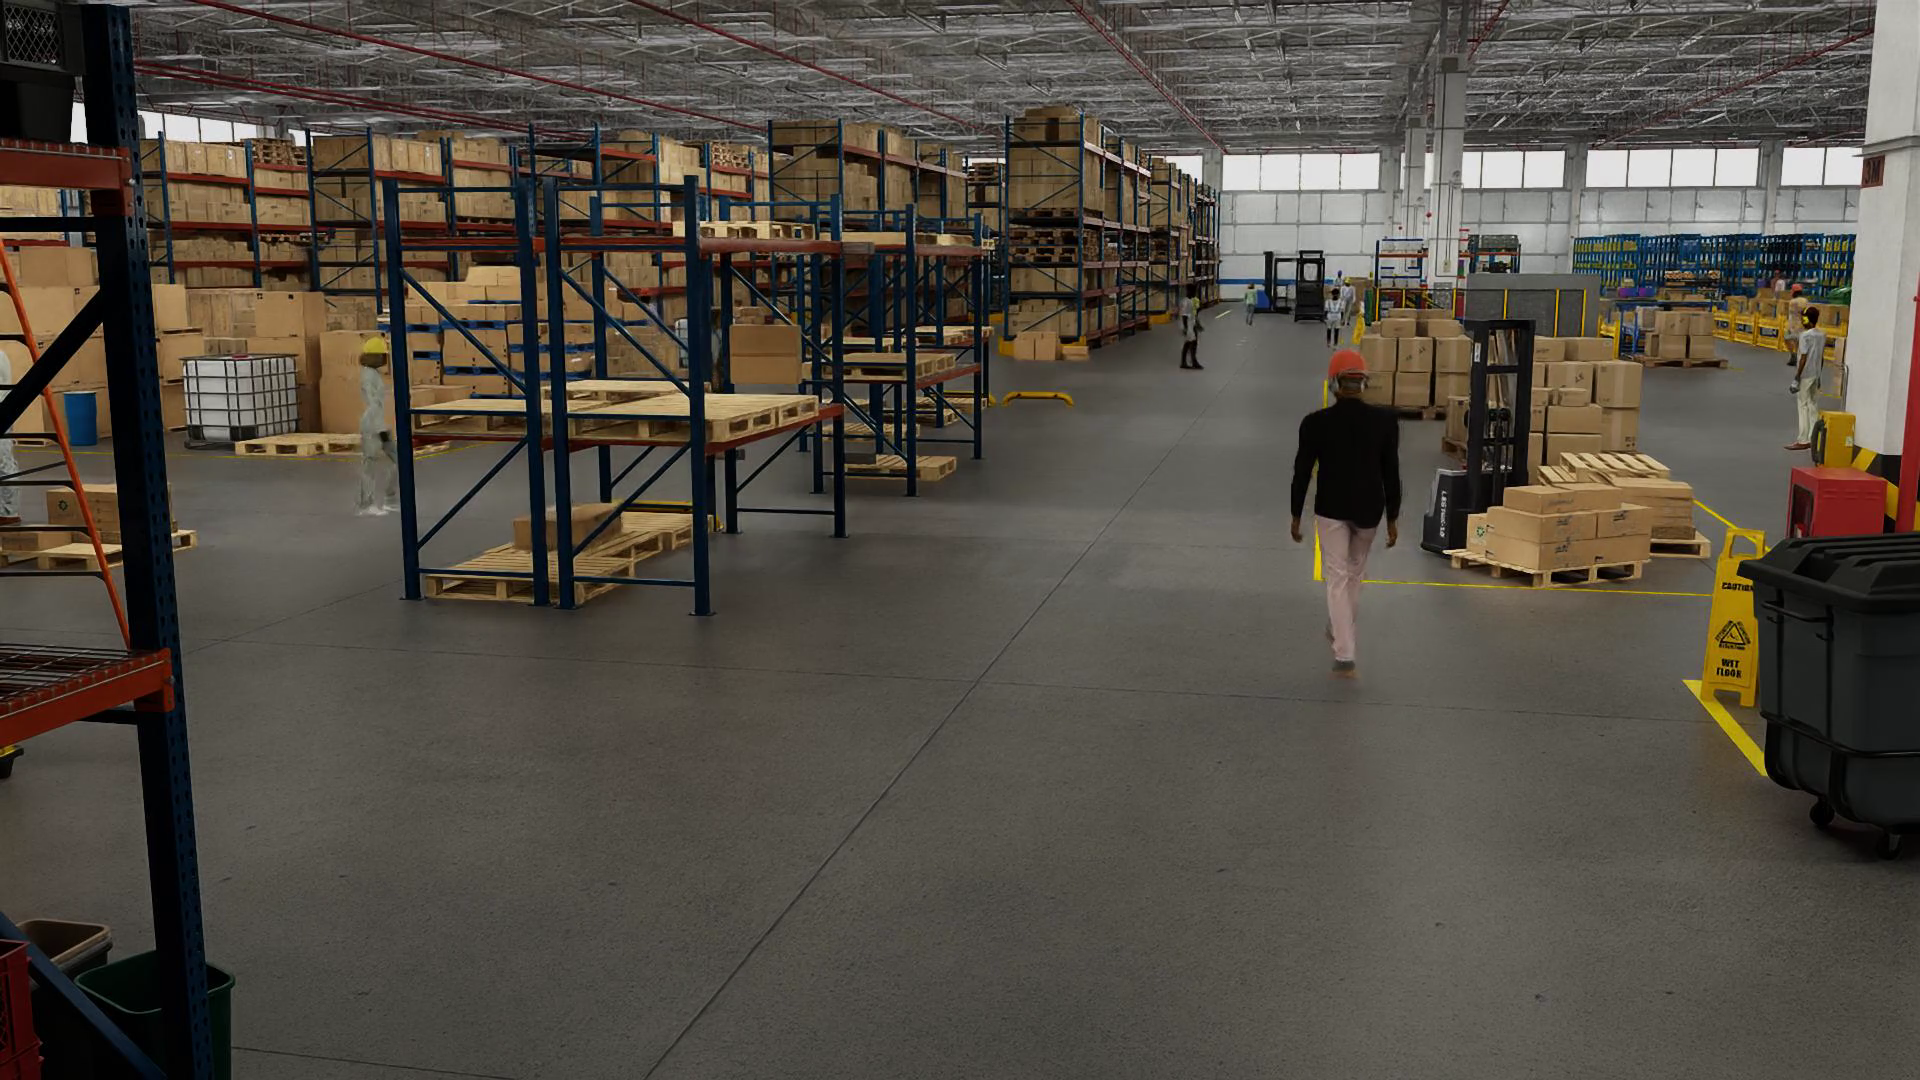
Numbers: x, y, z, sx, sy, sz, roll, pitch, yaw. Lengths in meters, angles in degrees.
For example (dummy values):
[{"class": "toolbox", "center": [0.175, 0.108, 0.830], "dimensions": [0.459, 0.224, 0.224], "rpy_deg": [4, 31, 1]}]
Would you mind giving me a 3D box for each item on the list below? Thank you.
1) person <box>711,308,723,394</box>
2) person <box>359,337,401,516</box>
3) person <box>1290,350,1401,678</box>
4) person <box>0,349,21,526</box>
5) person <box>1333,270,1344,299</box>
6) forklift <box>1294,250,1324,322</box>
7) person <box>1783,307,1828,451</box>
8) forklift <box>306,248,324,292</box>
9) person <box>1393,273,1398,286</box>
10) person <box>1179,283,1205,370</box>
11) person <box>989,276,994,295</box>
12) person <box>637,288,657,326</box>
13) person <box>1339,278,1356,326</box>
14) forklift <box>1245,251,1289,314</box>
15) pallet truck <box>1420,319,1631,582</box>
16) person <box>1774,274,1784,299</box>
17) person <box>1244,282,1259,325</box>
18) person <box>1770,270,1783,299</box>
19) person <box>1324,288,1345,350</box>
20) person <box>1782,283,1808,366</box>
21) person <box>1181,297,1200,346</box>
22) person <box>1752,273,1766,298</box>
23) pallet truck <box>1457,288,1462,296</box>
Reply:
[{"class": "person", "center": [-3.192, -2.166, 22.119], "dimensions": [0.463, 1.830, 0.562], "rpy_deg": [-2, 10, -10]}, {"class": "person", "center": [-5.559, -1.081, 16.034], "dimensions": [0.611, 1.725, 0.491], "rpy_deg": [-1, 10, -5]}, {"class": "person", "center": [2.321, -0.175, 10.066], "dimensions": [0.620, 1.933, 1.064], "rpy_deg": [-1, 10, -4]}, {"class": "person", "center": [-8.920, -1.073, 15.365], "dimensions": [0.371, 1.934, 0.627], "rpy_deg": [-4, 11, -24]}, {"class": "person", "center": [18.236, -12.001, 80.074], "dimensions": [0.601, 1.940, 0.411], "rpy_deg": [-6, 11, -30]}, {"class": "forklift", "center": [13.778, -10.002, 65.433], "dimensions": [1.129, 2.768, 1.873], "rpy_deg": [2, 10, 12]}, {"class": "person", "center": [10.965, -2.082, 21.545], "dimensions": [0.520, 1.865, 0.328], "rpy_deg": [-6, 11, -30]}, {"class": "forklift", "center": [-20.097, -7.795, 52.364], "dimensions": [1.873, 2.768, 1.129], "rpy_deg": [2, 10, 12]}, {"class": "person", "center": [23.069, -13.267, 88.185], "dimensions": [0.497, 1.731, 0.381], "rpy_deg": [-4, 10, -24]}, {"class": "person", "center": [5.183, -4.766, 37.194], "dimensions": [0.559, 1.943, 0.625], "rpy_deg": [1, 10, 8]}, {"class": "person", "center": [1.761, -13.680, 90.486], "dimensions": [0.602, 1.784, 0.954], "rpy_deg": [2, 10, 9]}, {"class": "person", "center": [-6.346, -4.126, 33.563], "dimensions": [1.013, 1.881, 0.567], "rpy_deg": [1, 10, 8]}, {"class": "person", "center": [14.437, -8.876, 61.995], "dimensions": [0.594, 1.785, 0.914], "rpy_deg": [2, 10, 14]}, {"class": "forklift", "center": [13.743, -11.484, 74.208], "dimensions": [1.873, 2.768, 1.129], "rpy_deg": [2, 10, 12]}, {"class": "pallet truck", "center": [4.543, -0.757, 13.299], "dimensions": [0.823, 1.965, 1.885], "rpy_deg": [-4, 10, -22]}, {"class": "person", "center": [34.718, -10.318, 70.320], "dimensions": [0.877, 1.871, 0.645], "rpy_deg": [7, 12, 35]}, {"class": "person", "center": [10.918, -8.859, 62.418], "dimensions": [0.512, 1.616, 0.394], "rpy_deg": [5, 11, 25]}, {"class": "person", "center": [36.148, -10.948, 73.734], "dimensions": [0.630, 1.982, 0.509], "rpy_deg": [-2, 10, -10]}, {"class": "person", "center": [10.205, -6.021, 45.365], "dimensions": [0.552, 1.684, 0.395], "rpy_deg": [1, 10, 7]}, {"class": "person", "center": [19.303, -4.965, 38.465], "dimensions": [0.550, 1.919, 0.425], "rpy_deg": [-3, 10, -19]}, {"class": "person", "center": [6.605, -6.408, 47.647], "dimensions": [0.533, 1.698, 0.322], "rpy_deg": [8, 12, 39]}, {"class": "person", "center": [37.270, -11.517, 77.546], "dimensions": [0.568, 1.826, 0.698], "rpy_deg": [1, 10, 6]}, {"class": "pallet truck", "center": [20.506, -9.785, 68.819], "dimensions": [0.653, 1.274, 1.630], "rpy_deg": [2, 10, 12]}]
